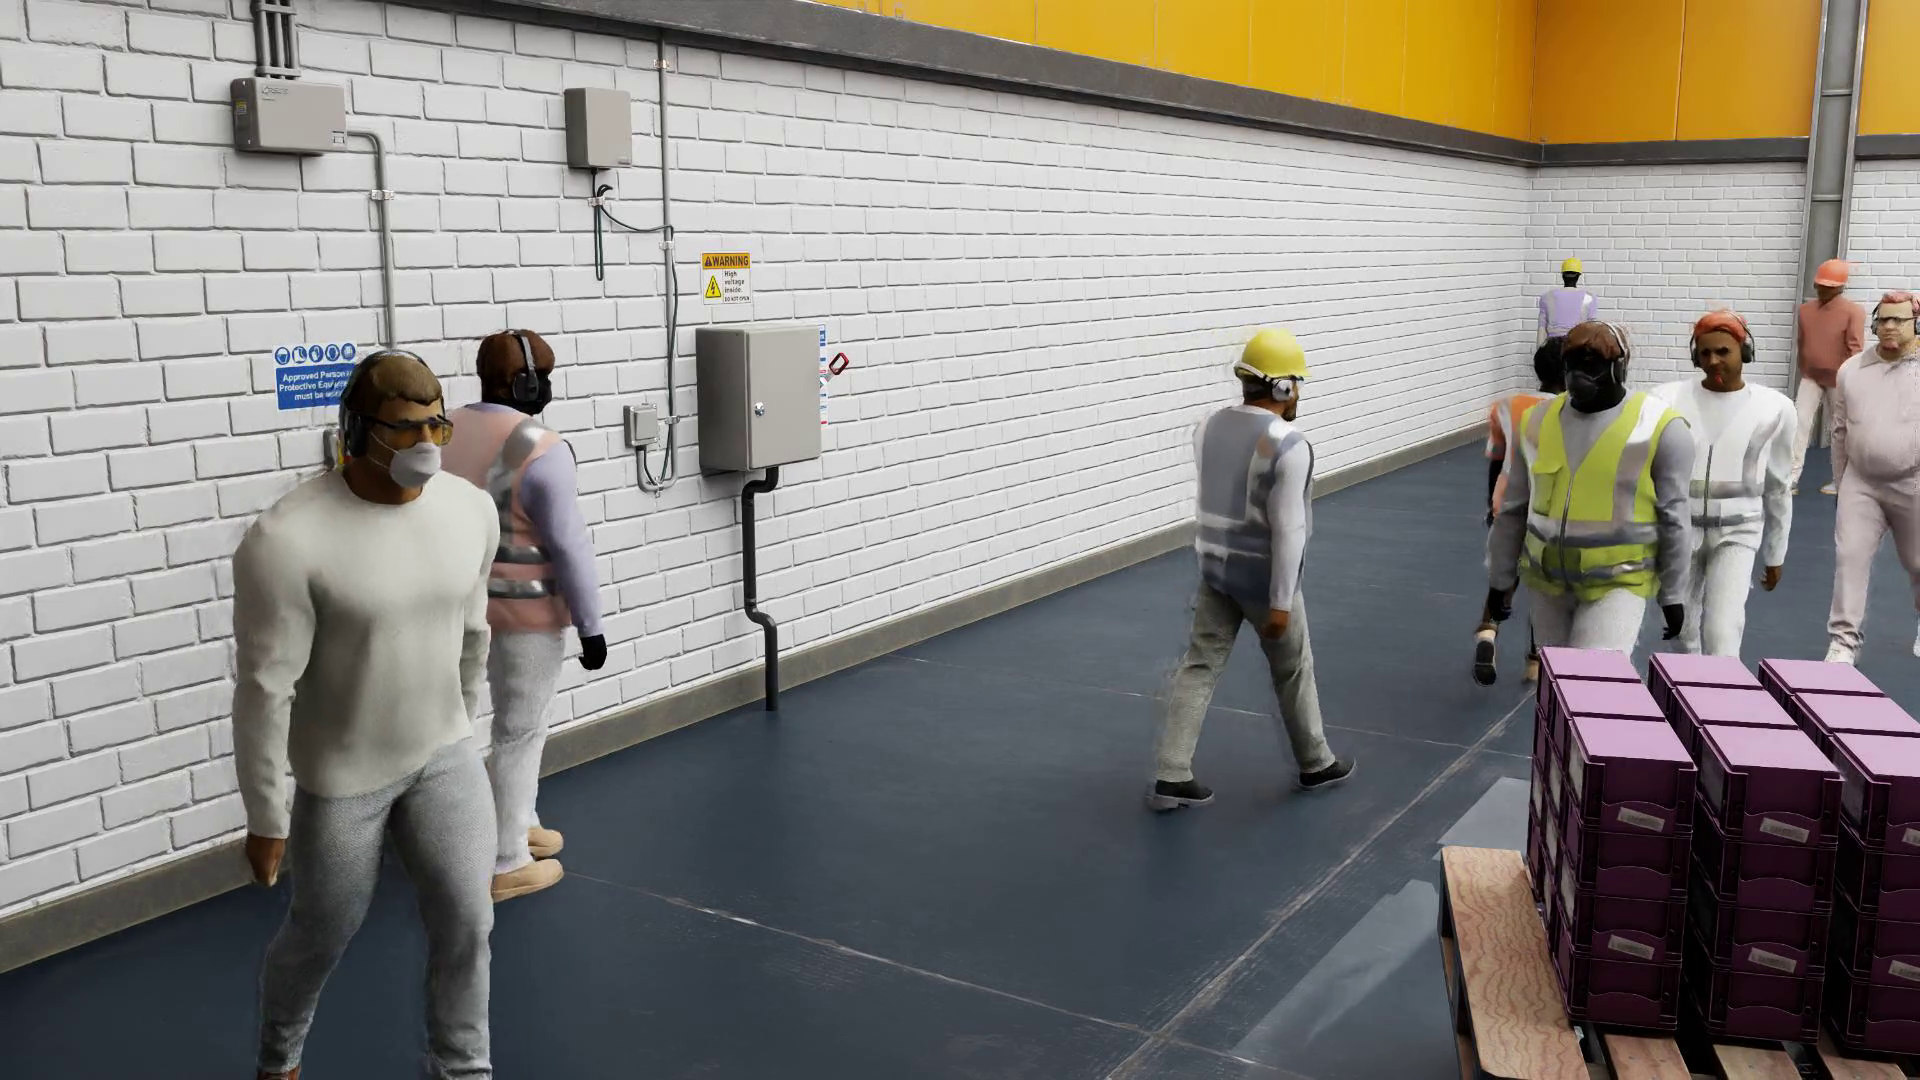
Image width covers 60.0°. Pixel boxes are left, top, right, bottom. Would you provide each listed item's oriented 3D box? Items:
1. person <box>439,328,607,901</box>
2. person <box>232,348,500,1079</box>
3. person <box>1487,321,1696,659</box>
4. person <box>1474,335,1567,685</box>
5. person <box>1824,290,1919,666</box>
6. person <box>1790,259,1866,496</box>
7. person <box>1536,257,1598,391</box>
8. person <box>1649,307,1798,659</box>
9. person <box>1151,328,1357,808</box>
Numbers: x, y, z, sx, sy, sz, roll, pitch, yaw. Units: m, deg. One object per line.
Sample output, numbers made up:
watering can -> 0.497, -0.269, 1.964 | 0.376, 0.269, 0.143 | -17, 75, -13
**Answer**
person -> -1.391, 0.234, 5.374 | 0.654, 1.820, 0.577 | 8, 13, 38
person -> -1.380, 0.501, 3.773 | 0.860, 1.893, 0.651 | 9, 13, 40
person -> 2.115, 0.166, 5.739 | 0.627, 1.822, 0.663 | -9, 14, -42
person -> 2.650, -0.111, 7.694 | 0.540, 1.671, 0.640 | 8, 13, 36
person -> 4.617, -0.295, 8.196 | 0.941, 1.873, 0.652 | -9, 13, -40
person -> 7.053, -1.307, 13.574 | 0.962, 1.934, 0.642 | -6, 12, -31
person -> 6.334, -1.984, 17.405 | 0.585, 1.919, 0.388 | 3, 11, 17
person -> 3.048, -0.019, 6.734 | 0.565, 1.854, 0.914 | 6, 12, 31
person -> 1.083, 0.112, 6.168 | 0.924, 1.786, 0.594 | -7, 12, -34
